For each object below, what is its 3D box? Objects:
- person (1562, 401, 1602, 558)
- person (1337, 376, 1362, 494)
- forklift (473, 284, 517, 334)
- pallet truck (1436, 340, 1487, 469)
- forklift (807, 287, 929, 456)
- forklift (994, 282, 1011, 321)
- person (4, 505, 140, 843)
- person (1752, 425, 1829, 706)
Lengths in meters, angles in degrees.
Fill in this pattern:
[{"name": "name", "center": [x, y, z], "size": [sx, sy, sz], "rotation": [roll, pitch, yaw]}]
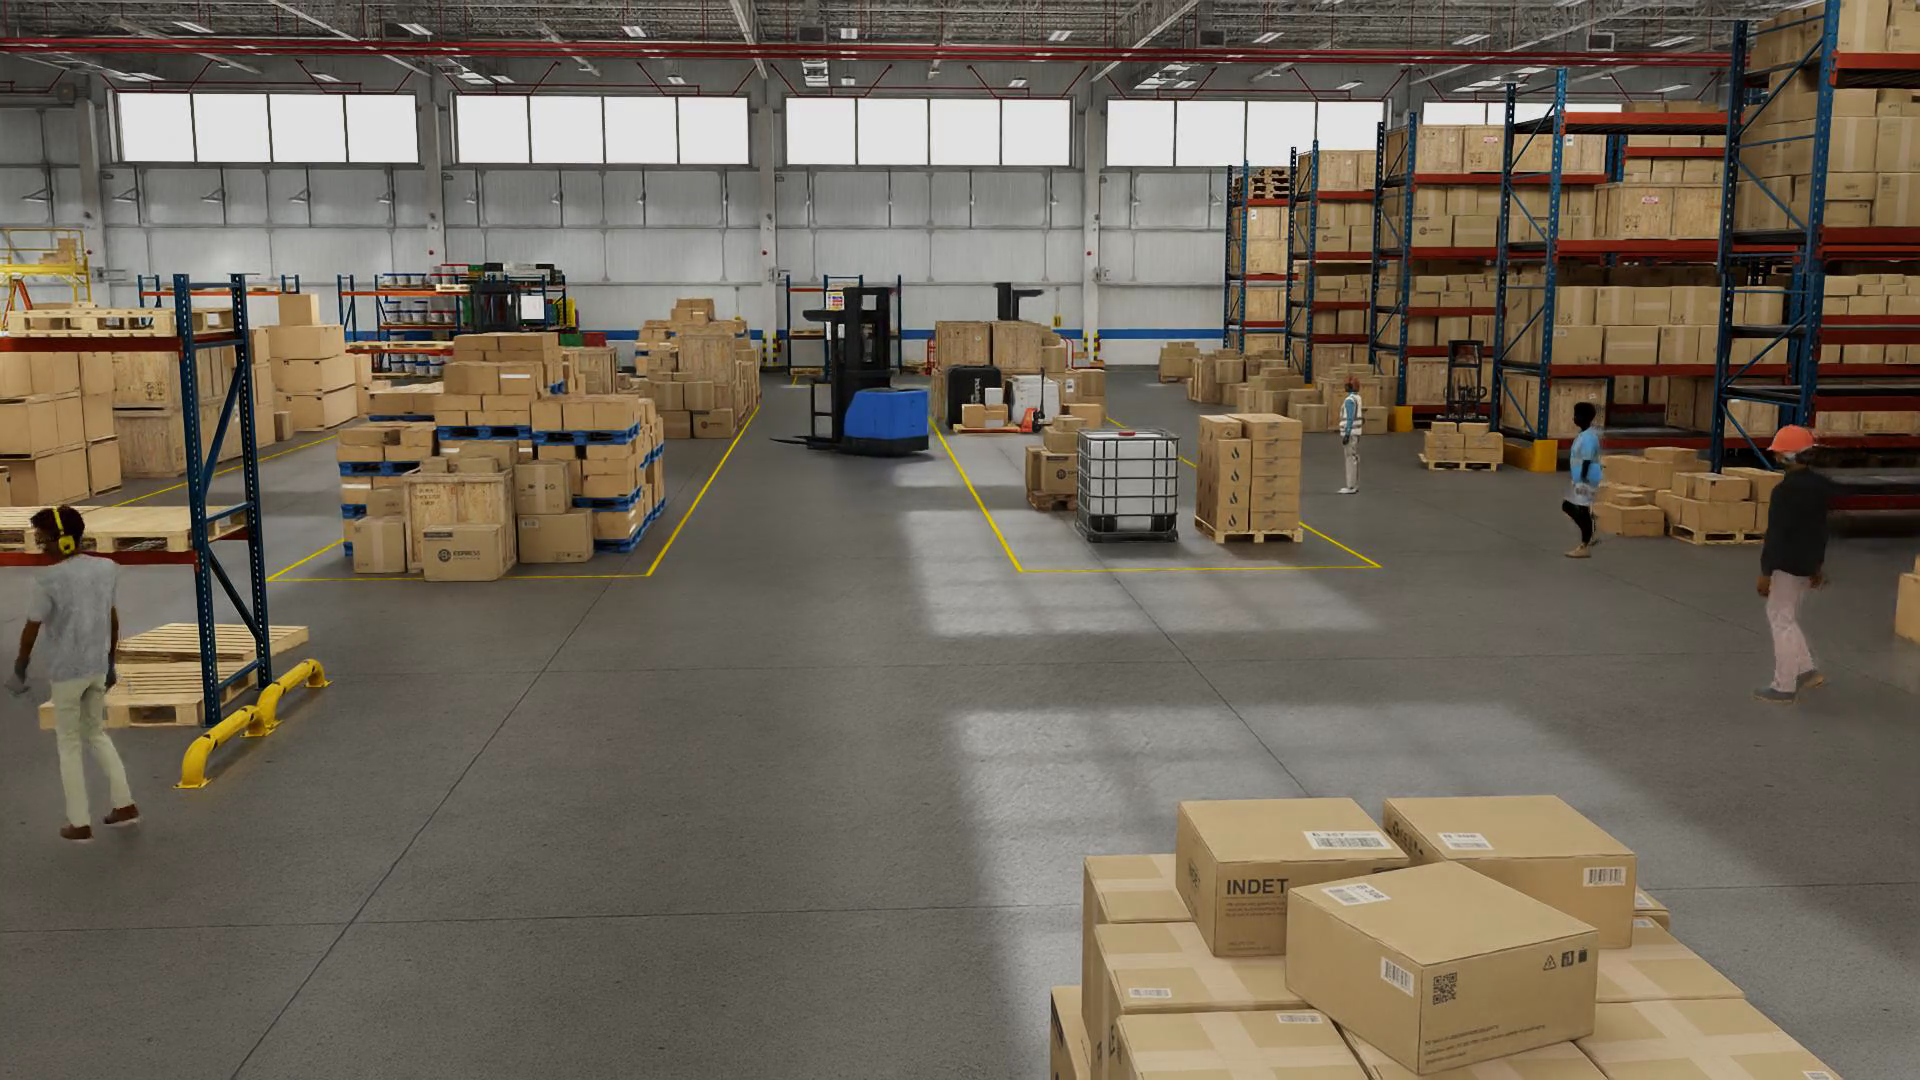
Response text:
[{"name": "person", "center": [6.655, -0.640, 17.776], "size": [0.360, 1.679, 0.547], "rotation": [1, 9, 6]}, {"name": "person", "center": [5.412, -1.455, 23.047], "size": [0.308, 1.639, 0.524], "rotation": [4, 10, 24]}, {"name": "forklift", "center": [-10.309, -4.309, 37.087], "size": [1.129, 2.768, 1.873], "rotation": [-2, 9, -14]}, {"name": "pallet truck", "center": [8.004, -2.170, 26.422], "size": [0.823, 1.965, 1.885], "rotation": [2, 9, 14]}, {"name": "forklift", "center": [-1.551, -2.902, 28.252], "size": [1.873, 2.768, 1.129], "rotation": [7, 11, 37]}, {"name": "forklift", "center": [1.172, -5.576, 45.041], "size": [1.873, 2.768, 1.129], "rotation": [1, 9, 6]}, {"name": "person", "center": [-4.740, 0.709, 8.852], "size": [0.501, 1.843, 0.551], "rotation": [4, 10, 22]}, {"name": "person", "center": [5.812, 0.180, 11.682], "size": [0.628, 1.982, 0.434], "rotation": [-7, 11, -36]}]
